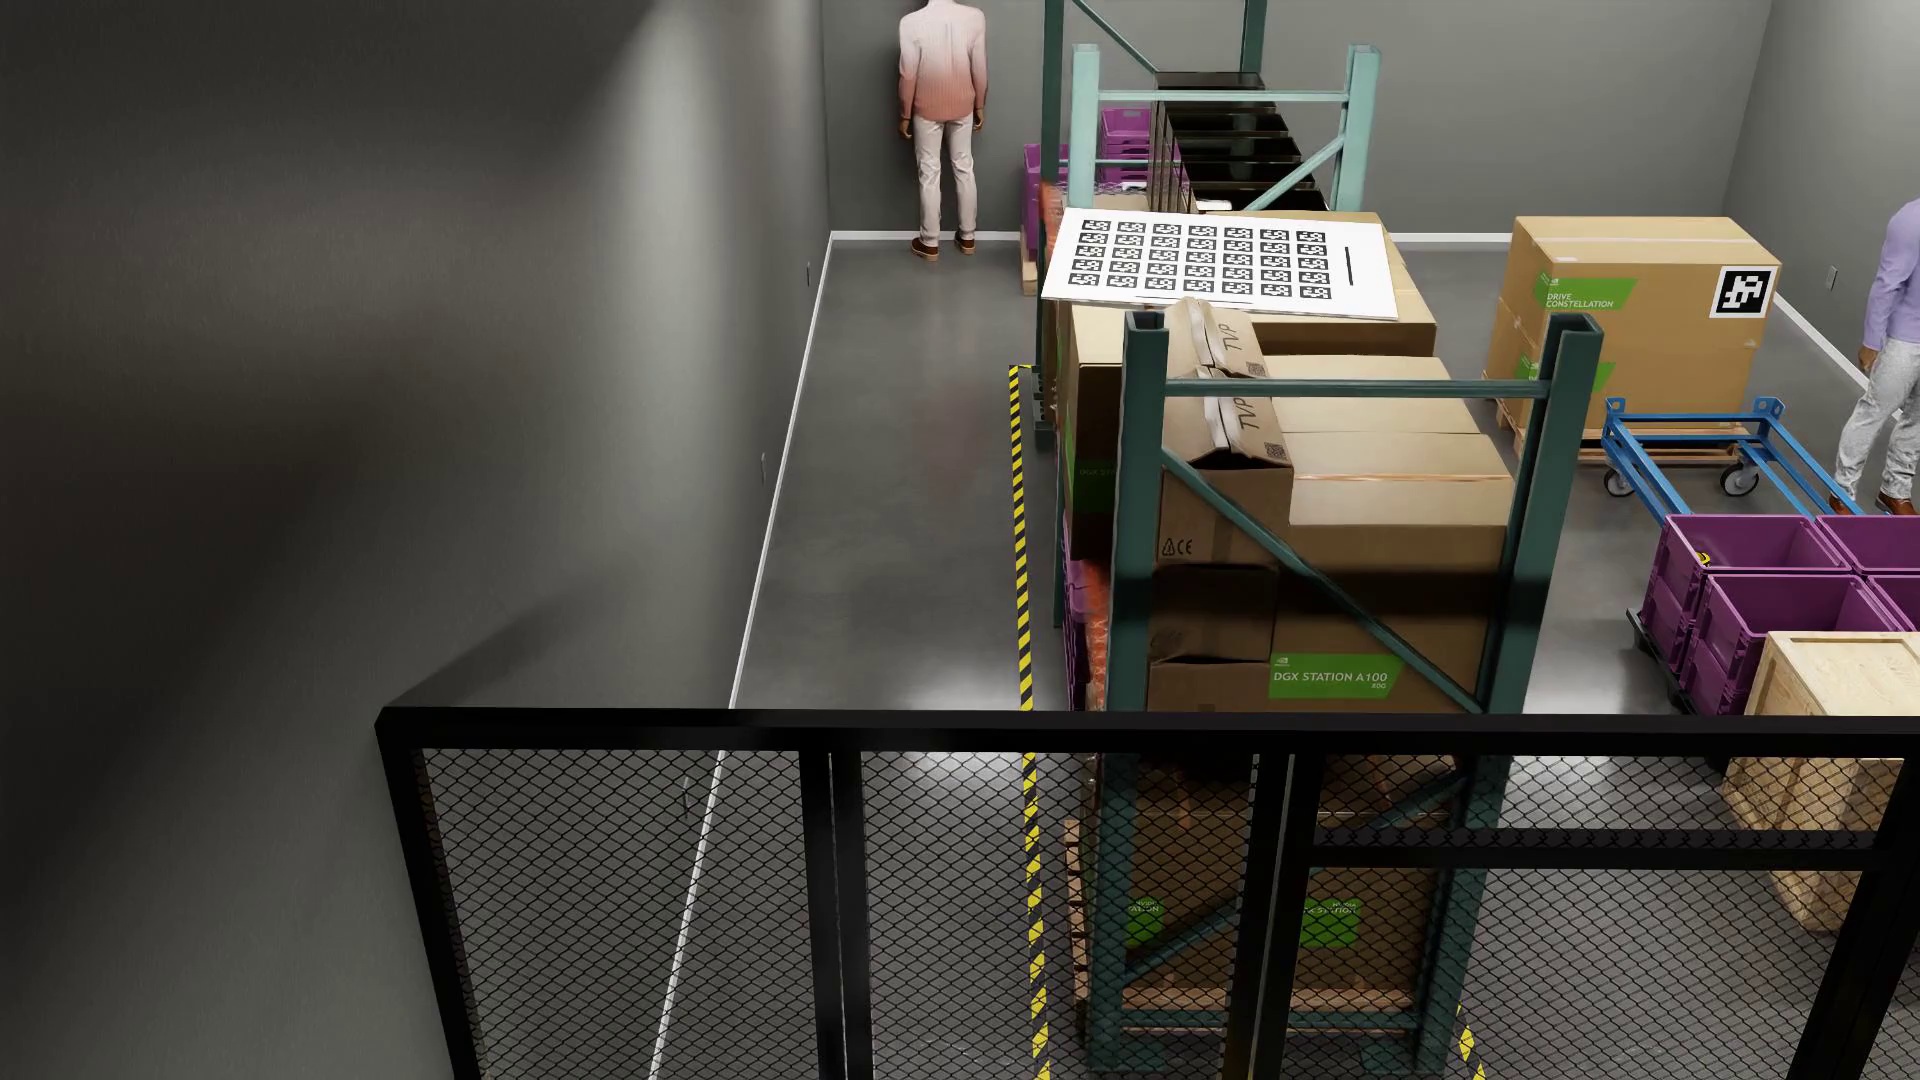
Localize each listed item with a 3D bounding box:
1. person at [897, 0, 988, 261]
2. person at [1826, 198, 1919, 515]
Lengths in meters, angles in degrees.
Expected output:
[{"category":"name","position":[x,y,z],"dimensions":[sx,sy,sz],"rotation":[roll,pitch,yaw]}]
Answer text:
[{"category":"person","position":[-0.124,-2.825,10.853],"dimensions":[0.623,1.992,0.396],"rotation":[-13,33,-20]},{"category":"person","position":[4.524,-0.942,7.778],"dimensions":[0.635,1.939,0.361],"rotation":[-1,31,-2]}]
